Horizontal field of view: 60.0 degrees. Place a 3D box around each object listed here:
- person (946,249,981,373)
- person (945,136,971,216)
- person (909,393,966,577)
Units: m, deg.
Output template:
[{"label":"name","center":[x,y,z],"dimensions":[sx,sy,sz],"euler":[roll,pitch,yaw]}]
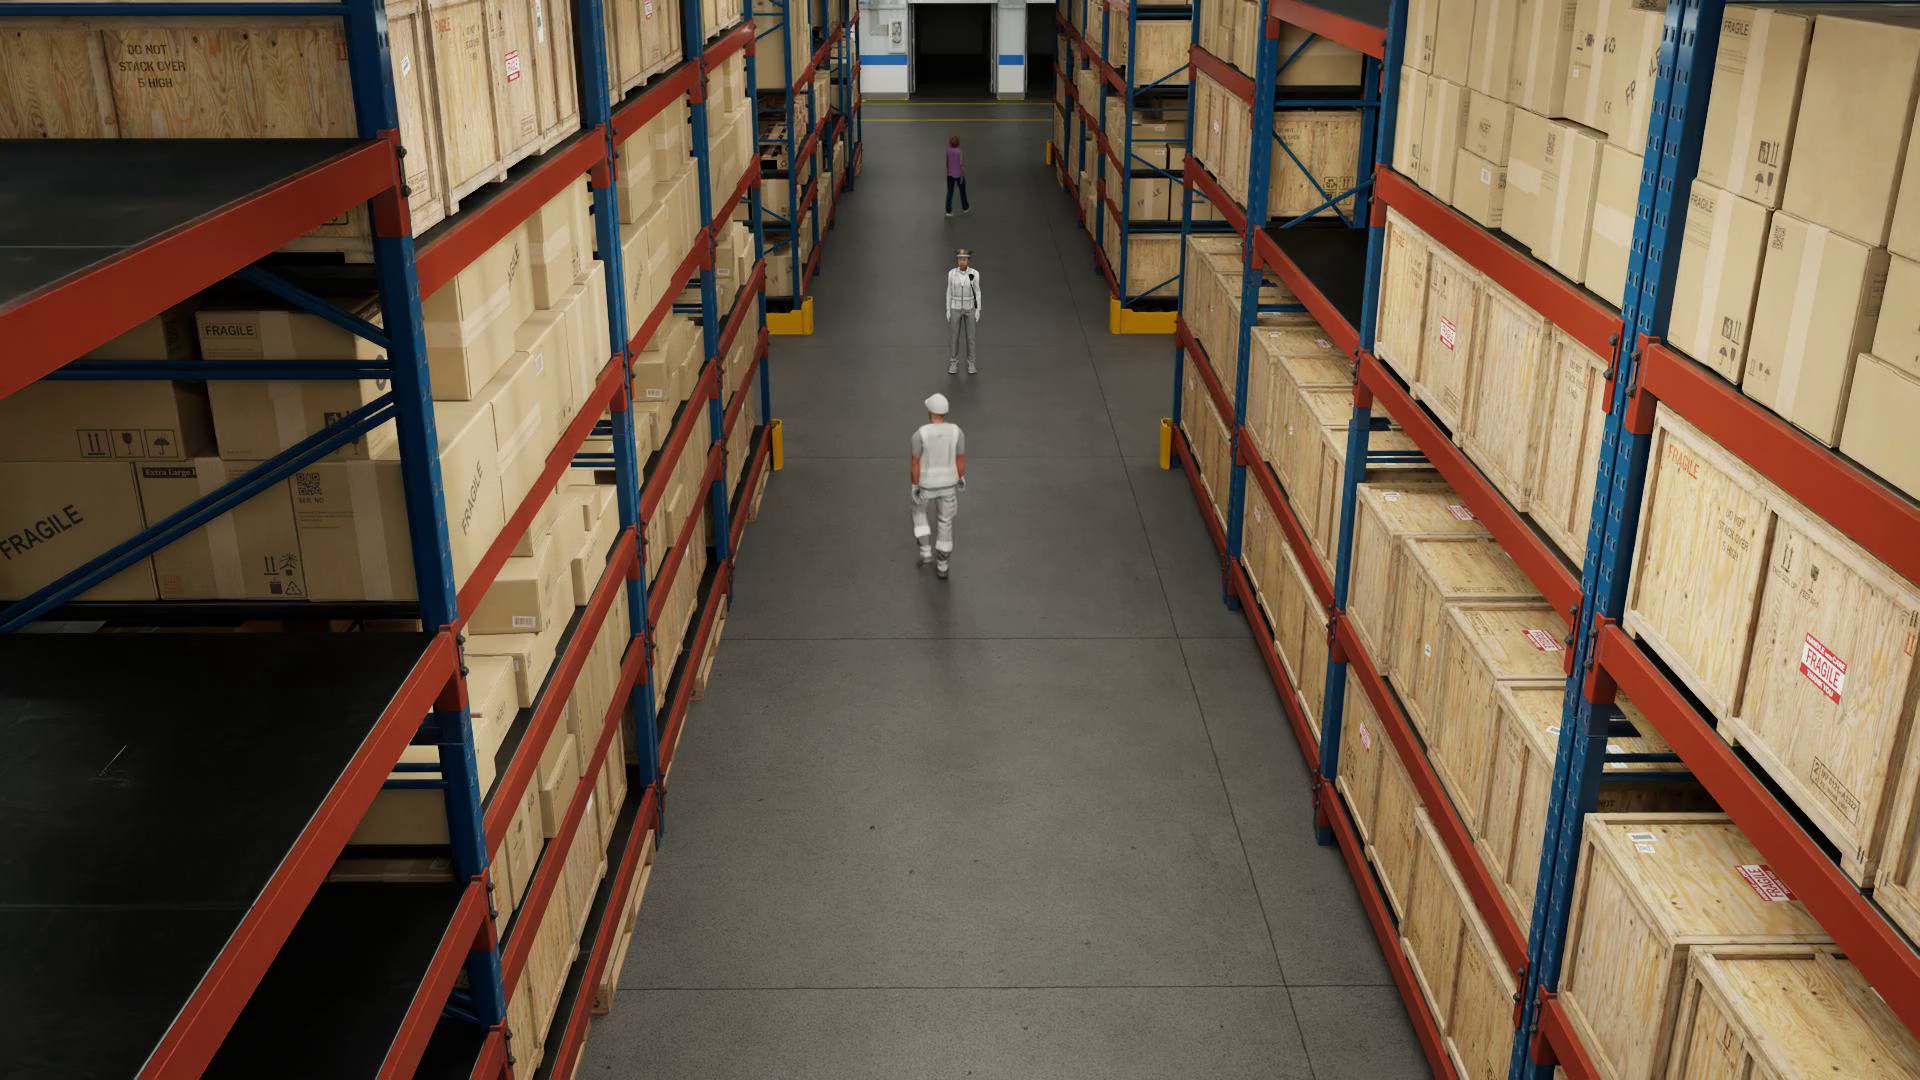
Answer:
[{"label":"person","center":[0.045,-3.109,22.501],"dimensions":[0.469,1.691,0.358],"euler":[1,22,3]},{"label":"person","center":[-0.067,-7.296,33.241],"dimensions":[0.424,1.570,0.849],"euler":[7,23,17]},{"label":"person","center":[-0.213,-0.544,15.786],"dimensions":[0.562,1.785,0.457],"euler":[-4,22,-10]}]
